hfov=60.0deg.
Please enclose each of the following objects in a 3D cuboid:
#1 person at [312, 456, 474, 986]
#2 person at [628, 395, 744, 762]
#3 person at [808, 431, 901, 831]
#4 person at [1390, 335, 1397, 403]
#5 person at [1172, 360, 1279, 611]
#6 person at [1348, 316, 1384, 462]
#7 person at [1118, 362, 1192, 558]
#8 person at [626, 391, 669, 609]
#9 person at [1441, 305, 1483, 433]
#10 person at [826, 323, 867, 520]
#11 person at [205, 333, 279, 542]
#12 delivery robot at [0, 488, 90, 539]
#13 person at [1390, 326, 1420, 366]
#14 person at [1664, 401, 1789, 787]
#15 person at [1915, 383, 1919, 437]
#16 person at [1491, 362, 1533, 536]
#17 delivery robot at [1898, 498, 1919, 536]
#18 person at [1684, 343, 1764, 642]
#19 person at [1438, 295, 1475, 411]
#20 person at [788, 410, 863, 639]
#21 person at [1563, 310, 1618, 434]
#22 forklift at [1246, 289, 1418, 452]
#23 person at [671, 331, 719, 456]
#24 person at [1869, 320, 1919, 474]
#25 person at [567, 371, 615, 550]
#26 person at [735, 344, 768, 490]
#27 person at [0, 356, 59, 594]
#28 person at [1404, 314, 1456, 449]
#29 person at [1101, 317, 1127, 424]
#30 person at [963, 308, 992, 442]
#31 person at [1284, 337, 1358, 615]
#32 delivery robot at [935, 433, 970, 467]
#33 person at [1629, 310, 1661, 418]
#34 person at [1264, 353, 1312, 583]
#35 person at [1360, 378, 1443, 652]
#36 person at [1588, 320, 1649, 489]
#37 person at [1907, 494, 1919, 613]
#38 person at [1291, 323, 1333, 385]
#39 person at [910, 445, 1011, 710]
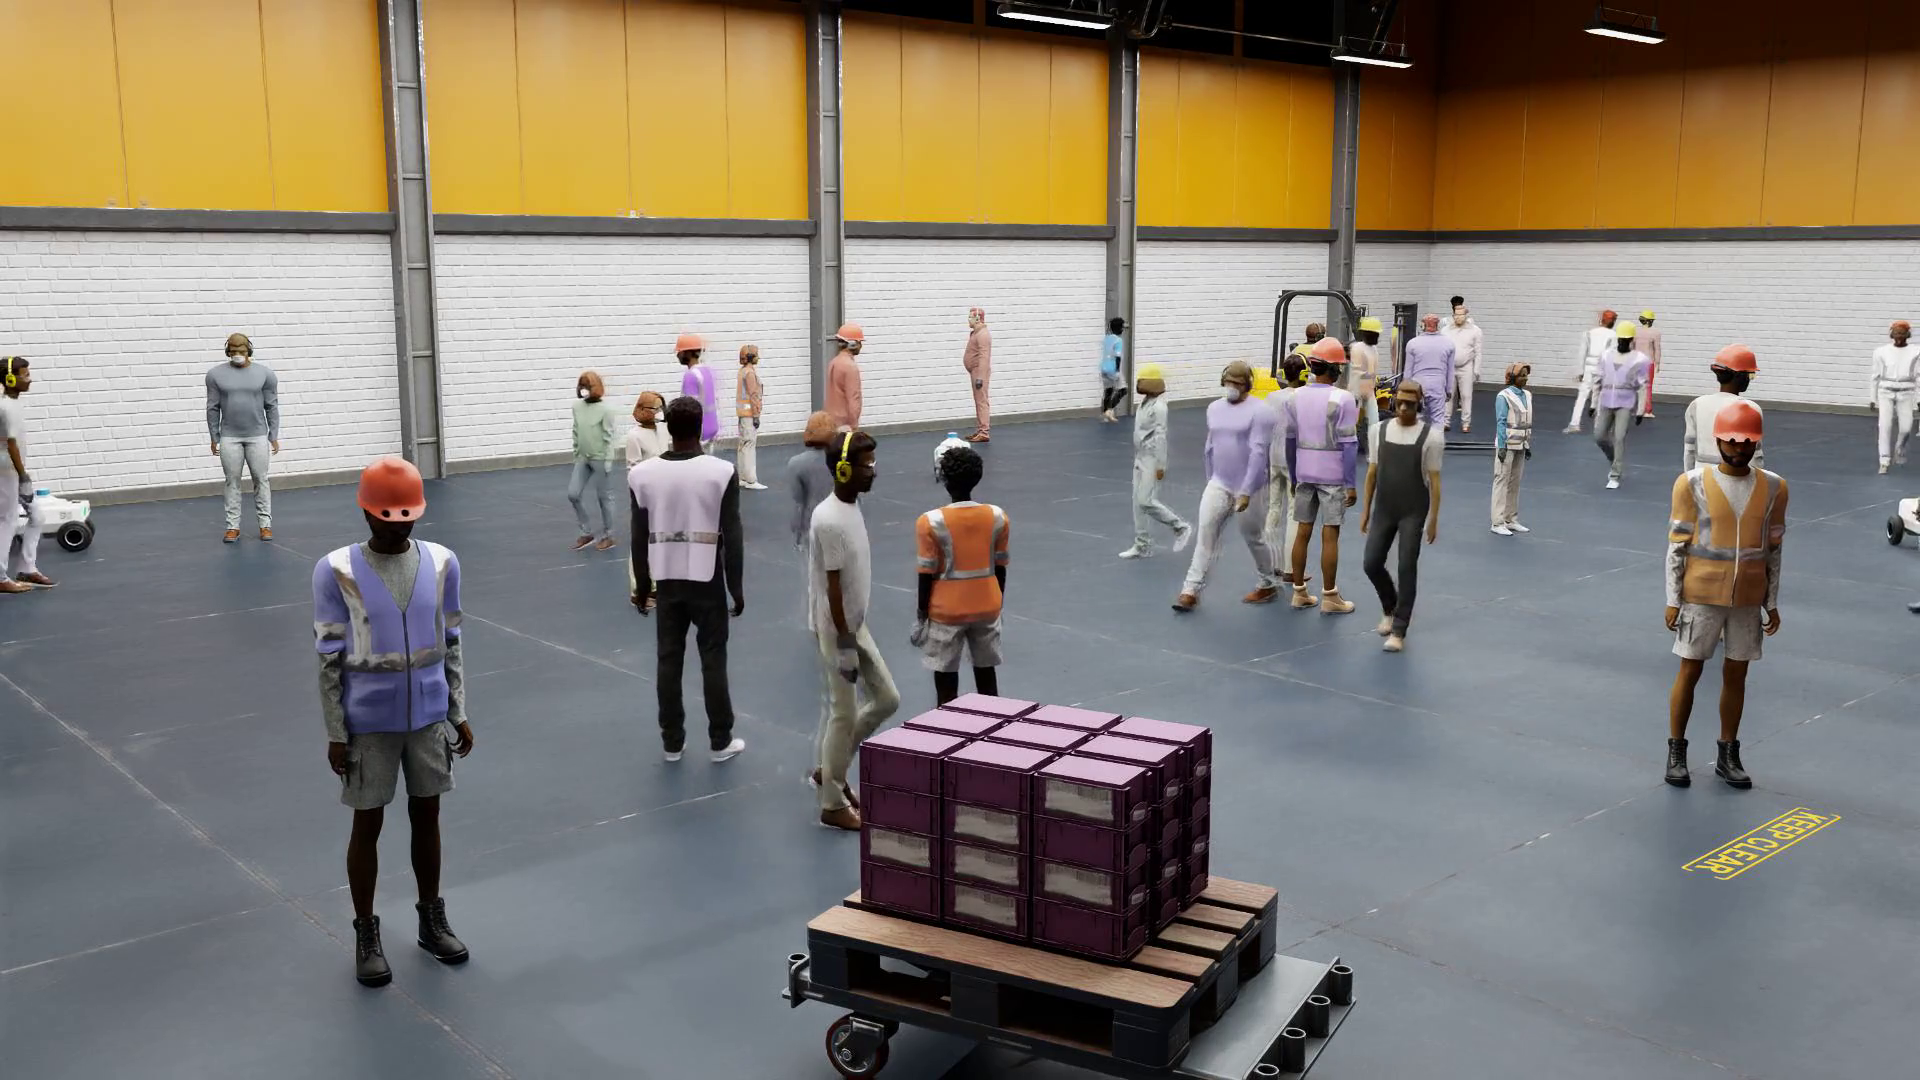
[{"bbox_3d":[-2.050,0.646,6.089,0.543,1.928,0.373,-8,12,-38],"label":"person"},{"bbox_3d":[-1.412,0.211,8.658,0.592,1.918,0.391,1,10,8],"label":"person"},{"bbox_3d":[-0.488,0.428,7.593,0.403,1.853,0.548,2,10,13],"label":"person"},{"bbox_3d":[6.691,-2.524,25.121,0.314,1.769,0.525,-2,10,-11],"label":"person"},{"bbox_3d":[2.054,-0.398,12.383,0.972,1.885,0.645,-9,13,-42],"label":"person"},{"bbox_3d":[5.070,-1.918,21.252,0.905,1.889,0.597,9,13,41],"label":"person"},{"bbox_3d":[1.689,-0.687,14.485,0.528,1.727,0.486,-2,10,-12],"label":"person"},{"bbox_3d":[-2.329,-0.312,12.555,0.266,1.631,0.507,4,11,23],"label":"person"},{"bbox_3d":[7.441,-2.547,24.848,0.651,1.906,0.403,6,11,30],"label":"person"},{"bbox_3d":[-1.121,-1.165,16.562,0.433,1.981,0.631,-4,10,-22],"label":"person"},{"bbox_3d":[-6.622,-0.946,15.392,0.628,1.935,0.373,-3,10,-19],"label":"person"},{"bbox_3d":[-8.199,-0.220,14.898,0.707,0.478,0.477,-4,11,-24],"label":"delivery robot"},{"bbox_3d":[6.875,-2.649,25.629,0.430,1.845,0.622,-3,10,-17],"label":"person"},{"bbox_3d":[3.784,0.276,8.225,0.552,1.935,0.373,1,10,7],"label":"person"},{"bbox_3d":[14.246,-2.295,24.198,0.585,1.634,0.371,4,11,23],"label":"person"},{"bbox_3d":[5.252,-0.871,15.810,0.517,1.640,0.308,-9,13,-41],"label":"person"},{"bbox_3d":[8.698,-0.220,14.895,0.477,0.478,0.707,2,10,11],"label":"delivery robot"},{"bbox_3d":[5.258,-0.325,11.438,0.378,2.044,0.607,-4,11,-24],"label":"person"},{"bbox_3d":[8.442,-3.180,28.374,0.613,1.965,0.361,4,10,22],"label":"person"},{"bbox_3d":[-0.907,-0.066,11.183,0.499,1.605,0.730,0,10,0],"label":"person"},{"bbox_3d":[9.397,-2.477,24.637,0.734,1.857,0.625,-9,14,-44],"label":"person"},{"bbox_3d":[5.034,-2.339,22.783,2.313,2.155,1.214,3,10,16],"label":"forklift"},{"bbox_3d":[-2.477,-1.037,15.953,0.545,1.922,0.549,2,10,14],"label":"person"},{"bbox_3d":[11.380,-1.739,20.218,0.589,1.871,0.521,6,11,31],"label":"person"},{"bbox_3d":[-3.308,-0.696,14.855,0.524,1.614,0.524,5,11,29],"label":"person"},{"bbox_3d":[-2.388,-1.393,18.861,0.313,1.642,0.513,-4,10,-21],"label":"person"},{"bbox_3d":[-7.353,-0.501,12.996,0.631,1.854,0.582,-5,11,-29],"label":"person"},{"bbox_3d":[6.031,-1.957,21.415,0.639,1.900,0.401,1,10,4],"label":"person"},{"bbox_3d":[2.419,-2.650,26.095,0.377,1.679,0.549,-4,11,-25],"label":"person"},{"bbox_3d":[0.247,-2.344,23.653,0.399,1.910,0.643,0,10,-3],"label":"person"},{"bbox_3d":[2.674,-0.468,12.271,0.371,2.044,0.607,-9,13,-42],"label":"person"},{"bbox_3d":[-0.085,-1.024,19.602,0.477,0.478,0.707,1,10,8],"label":"delivery robot"},{"bbox_3d":[11.148,-2.866,27.128,0.532,1.765,0.323,7,12,37],"label":"person"},{"bbox_3d":[2.671,-0.578,13.483,0.327,1.858,0.500,-9,13,-42],"label":"person"},{"bbox_3d":[2.955,-0.173,11.150,0.545,1.835,0.438,6,12,33],"label":"person"},{"bbox_3d":[7.531,-1.556,19.017,0.636,1.910,0.678,9,13,44],"label":"person"},{"bbox_3d":[7.225,-0.290,11.956,0.385,1.806,0.679,-6,12,-33],"label":"person"},{"bbox_3d":[4.236,-1.684,19.983,0.430,1.845,0.624,-6,11,-32],"label":"person"},{"bbox_3d":[0.012,0.371,8.377,0.534,1.696,0.319,-5,11,-28],"label":"person"}]
